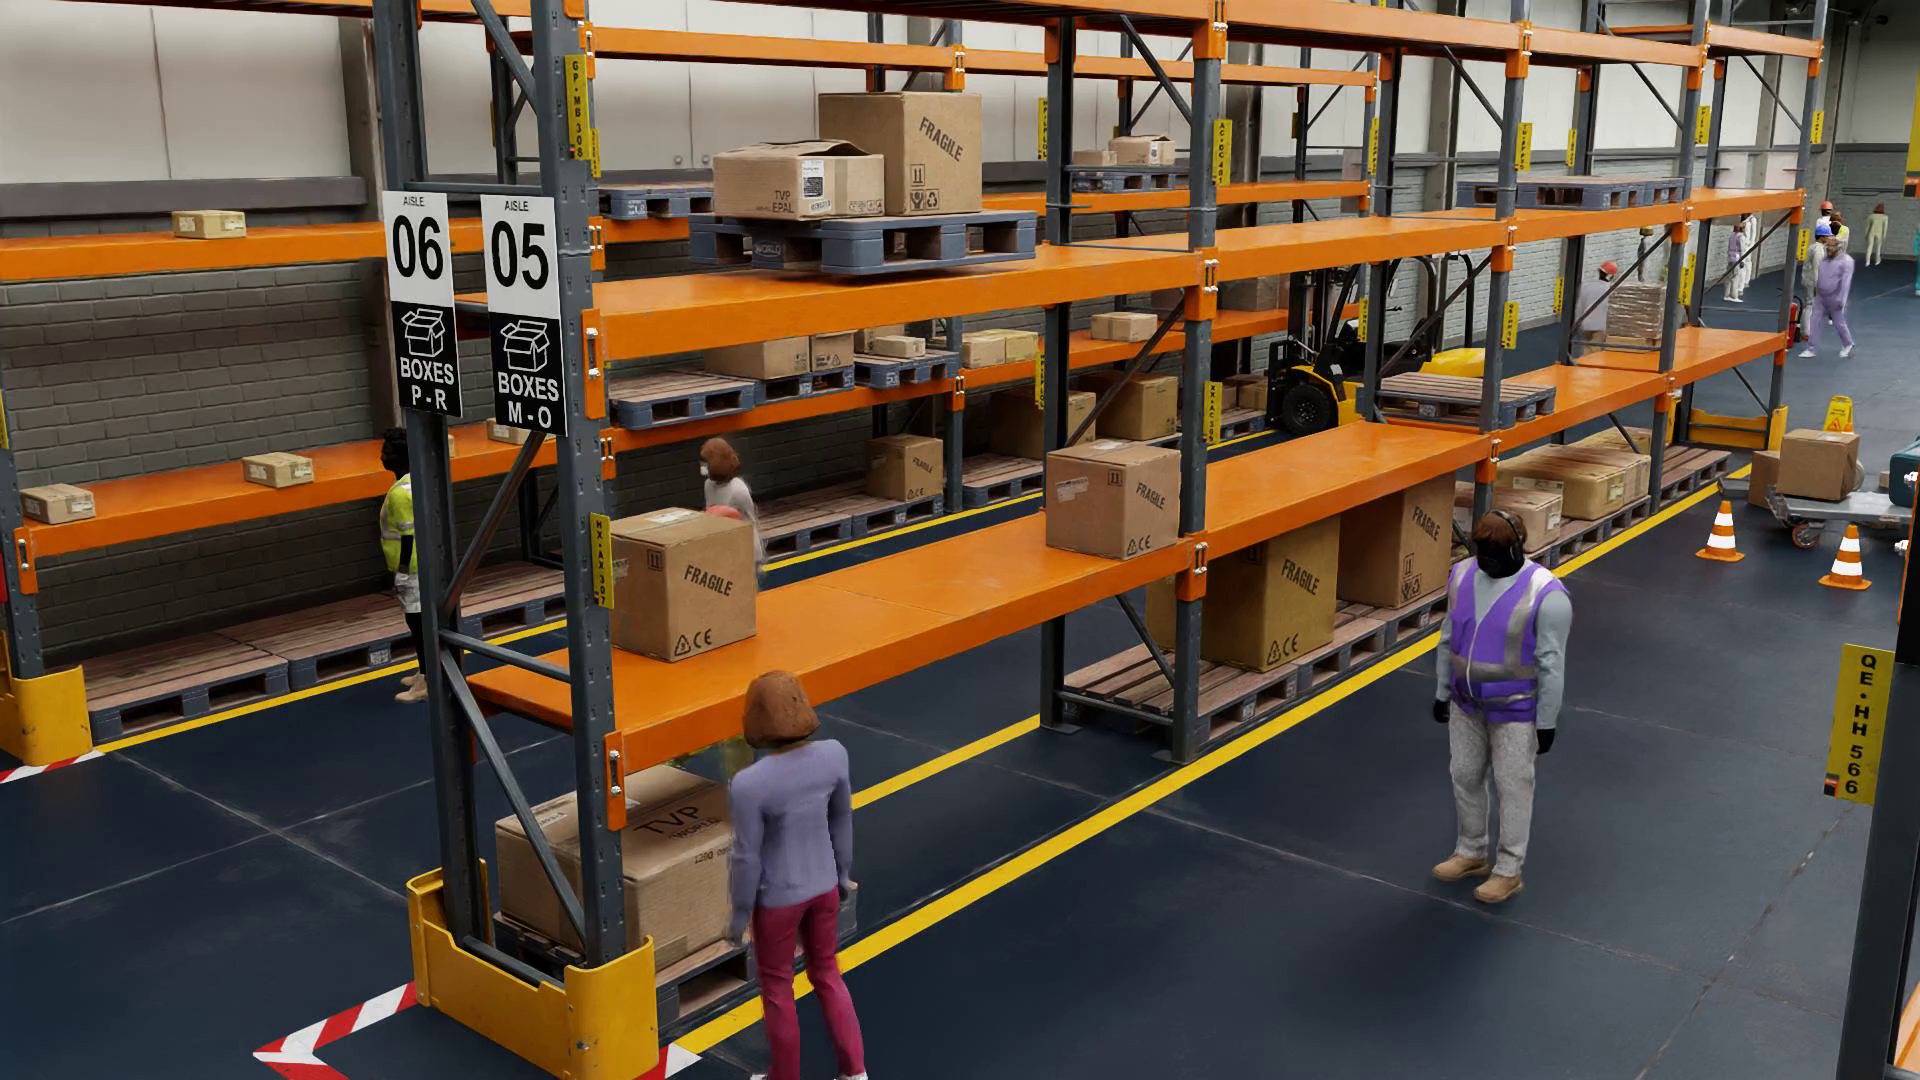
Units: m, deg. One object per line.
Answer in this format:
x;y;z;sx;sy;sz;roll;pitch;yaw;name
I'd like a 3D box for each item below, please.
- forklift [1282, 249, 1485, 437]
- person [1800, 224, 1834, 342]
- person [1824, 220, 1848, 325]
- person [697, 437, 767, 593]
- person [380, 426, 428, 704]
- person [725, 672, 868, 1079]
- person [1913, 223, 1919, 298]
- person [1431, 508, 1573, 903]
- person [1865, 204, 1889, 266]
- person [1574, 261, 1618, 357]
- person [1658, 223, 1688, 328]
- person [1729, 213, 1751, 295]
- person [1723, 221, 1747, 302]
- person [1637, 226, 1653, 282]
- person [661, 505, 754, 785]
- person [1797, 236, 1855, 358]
4.886;-2.214;18.767;2.313;2.155;1.214;11;18;38;forklift
14.210;-4.265;27.652;0.420;1.941;0.607;4;14;17;person
15.729;-4.829;30.082;0.507;1.872;0.329;6;15;24;person
-1.450;0.138;10.455;0.713;1.583;0.524;-8;16;-30;person
-3.366;0.148;10.175;0.316;1.697;0.540;-2;14;-9;person
-0.586;1.254;5.849;0.524;1.629;0.449;-13;19;-42;person
20.443;-6.051;35.053;0.605;1.866;0.904;7;15;26;person
2.422;0.741;7.515;0.433;1.823;0.636;-9;17;-34;person
23.893;-7.953;43.390;0.514;1.581;0.896;10;17;36;person
8.722;-2.938;22.691;0.583;1.714;0.668;11;18;38;person
12.636;-4.719;29.585;0.779;1.893;0.667;11;18;39;person
16.692;-6.190;35.590;0.356;1.887;0.573;2;14;10;person
15.932;-5.712;34.153;0.306;1.640;0.523;-2;14;-8;person
13.260;-5.314;32.319;0.303;1.743;0.494;7;15;26;person
-1.258;0.636;8.166;0.728;1.709;0.599;-1;14;-3;person
13.487;-3.746;25.673;0.914;1.875;0.641;-6;15;-23;person
